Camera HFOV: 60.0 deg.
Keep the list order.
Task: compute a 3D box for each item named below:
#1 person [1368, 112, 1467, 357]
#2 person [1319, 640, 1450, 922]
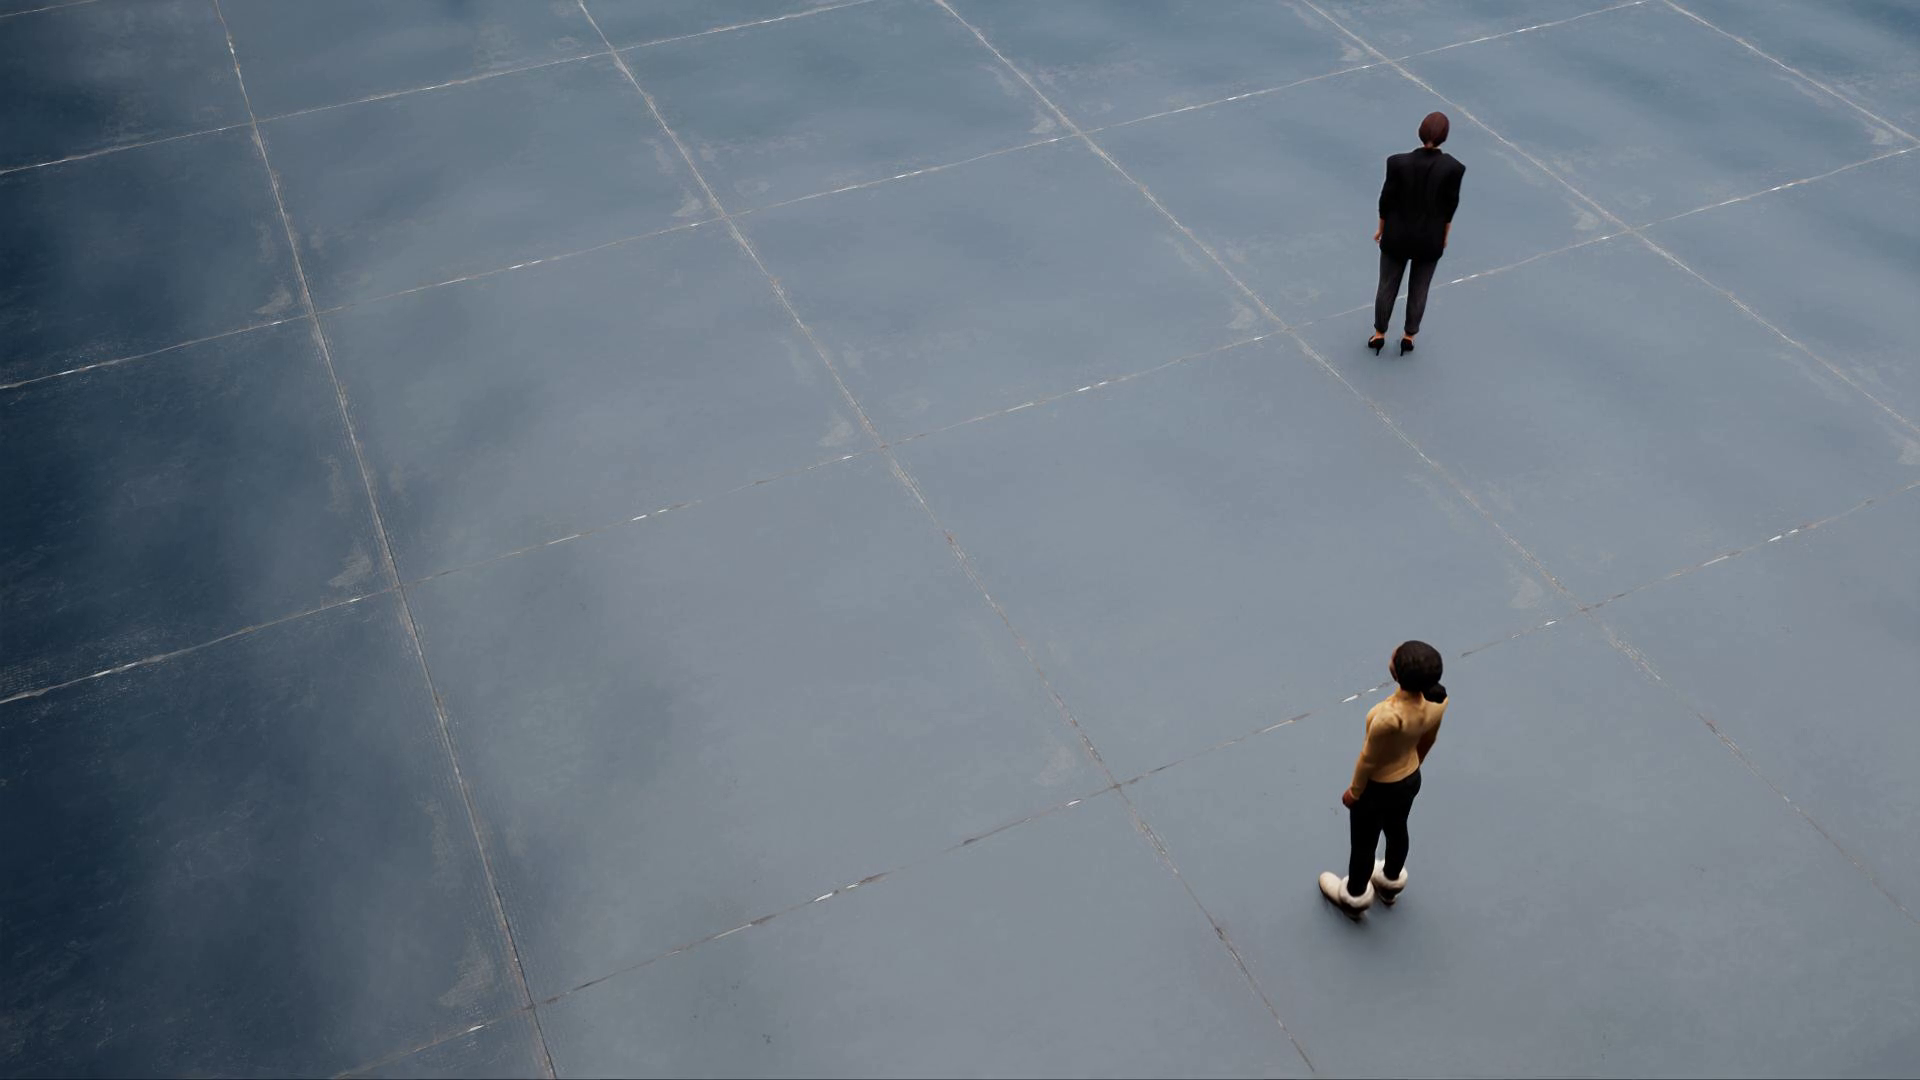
[{"bbox_3d":[2.885,-1.921,10.592,0.729,1.719,0.765,9,43,10],"label":"person"},{"bbox_3d":[1.904,1.069,7.344,0.589,1.659,0.560,-23,47,-23],"label":"person"}]
